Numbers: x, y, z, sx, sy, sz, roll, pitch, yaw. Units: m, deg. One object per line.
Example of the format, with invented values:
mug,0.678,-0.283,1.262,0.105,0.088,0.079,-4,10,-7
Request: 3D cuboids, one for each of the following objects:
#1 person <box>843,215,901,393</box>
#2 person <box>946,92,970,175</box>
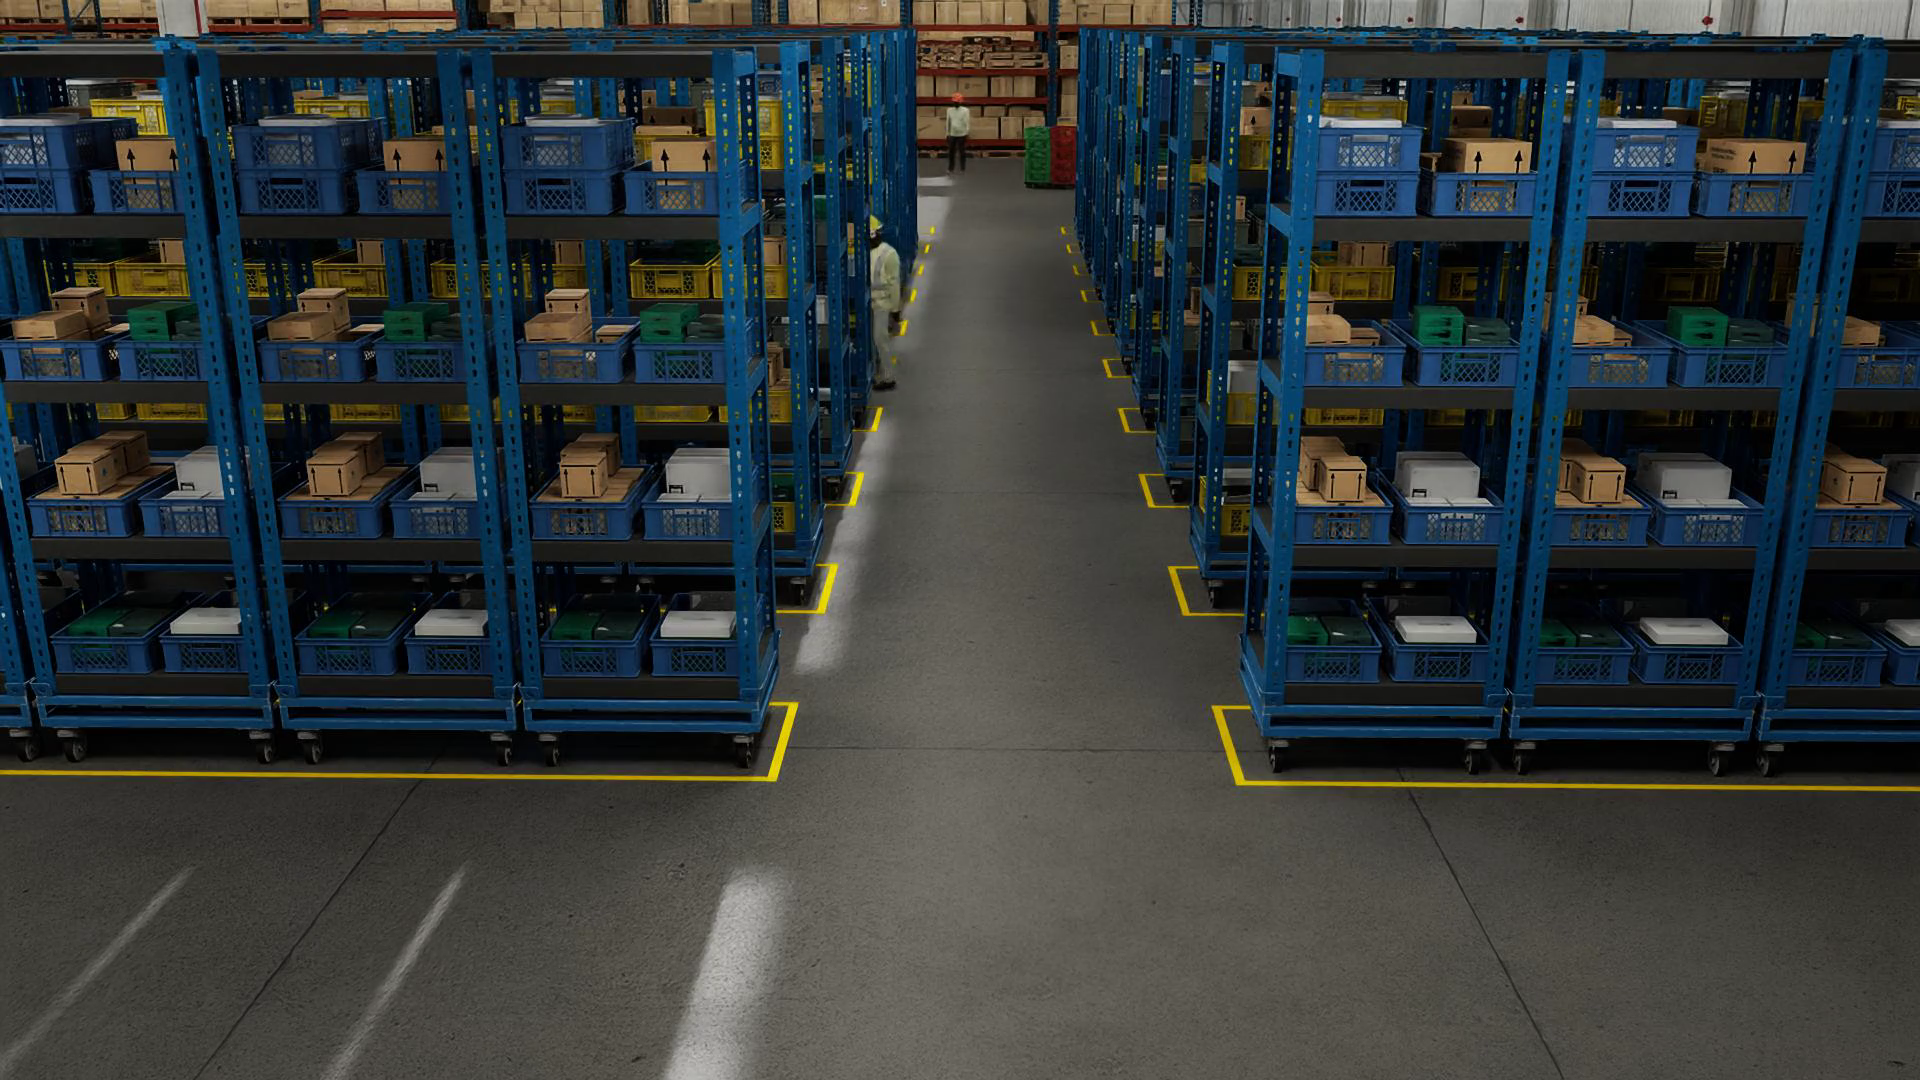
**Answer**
person,-0.914,-2.438,17.183,0.499,1.800,0.628,-16,23,-41
person,-0.064,-9.994,40.945,0.623,1.992,0.396,6,18,19
